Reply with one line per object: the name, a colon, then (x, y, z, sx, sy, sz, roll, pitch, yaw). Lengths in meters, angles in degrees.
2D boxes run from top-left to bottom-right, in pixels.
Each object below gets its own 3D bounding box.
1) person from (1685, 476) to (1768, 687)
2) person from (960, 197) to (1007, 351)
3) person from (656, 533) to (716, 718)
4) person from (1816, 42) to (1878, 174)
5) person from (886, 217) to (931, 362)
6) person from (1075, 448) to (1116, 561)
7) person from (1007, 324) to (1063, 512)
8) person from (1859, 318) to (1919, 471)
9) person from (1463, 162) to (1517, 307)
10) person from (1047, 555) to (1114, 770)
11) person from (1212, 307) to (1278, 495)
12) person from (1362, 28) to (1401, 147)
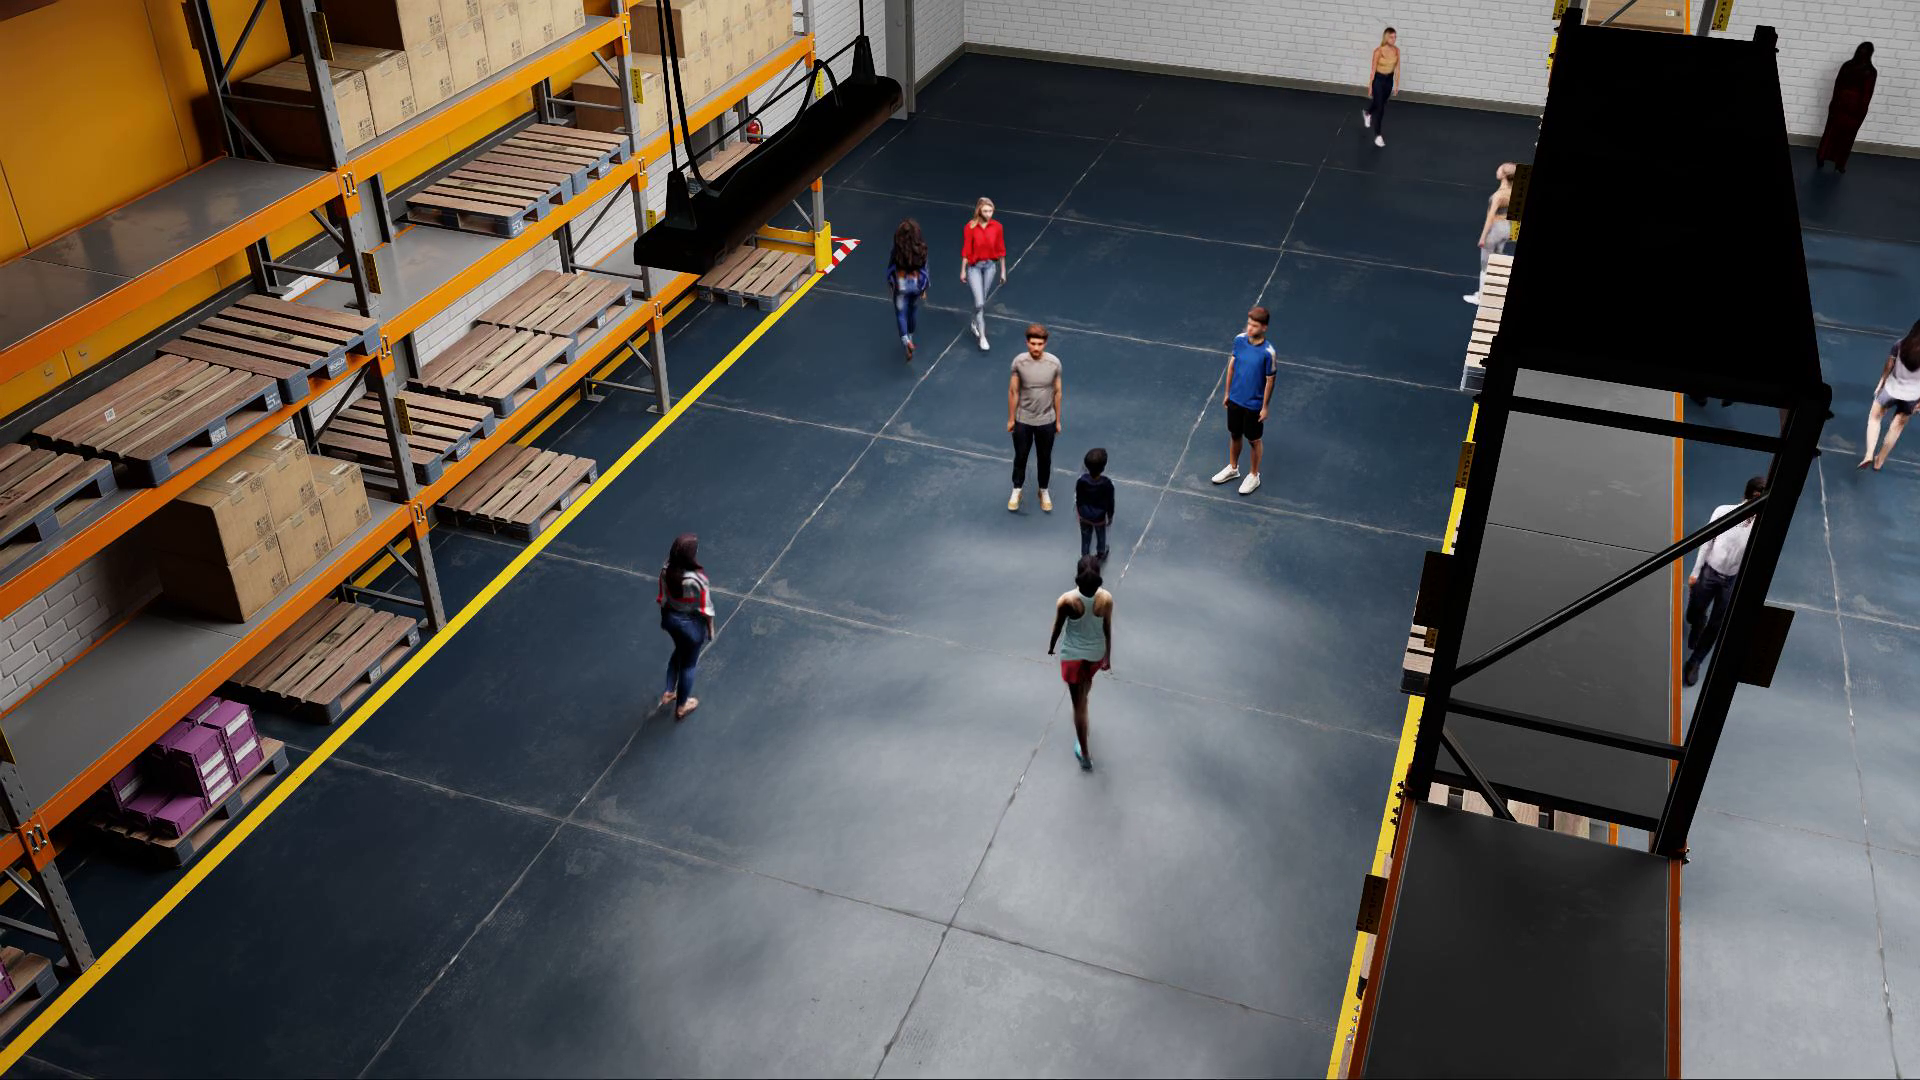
person: (6.082, 0.241, 13.244, 0.684, 1.853, 0.912, 14, 36, 20)
person: (0.213, -2.994, 18.269, 0.933, 1.679, 1.032, -10, 35, -14)
person: (-2.160, 0.677, 12.829, 0.672, 1.587, 0.699, 15, 36, 21)
person: (12.023, -5.861, 22.511, 0.800, 1.756, 0.775, -23, 40, -30)
person: (-0.549, -2.663, 17.839, 0.884, 1.603, 1.060, -4, 34, -6)
person: (1.148, -0.230, 14.535, 0.543, 1.209, 0.666, 9, 35, 13)
person: (0.687, -1.133, 15.277, 0.716, 1.892, 0.655, 1, 34, 2)
person: (8.925, -1.364, 15.802, 0.696, 1.695, 0.821, 19, 38, 26)
person: (6.150, -3.503, 19.009, 0.720, 1.706, 0.629, 29, 43, 36)
person: (0.924, 0.929, 12.319, 0.937, 1.731, 1.173, -5, 34, -7)
person: (2.717, -1.332, 15.598, 0.724, 1.866, 0.708, 27, 42, 35)
person: (5.942, -6.459, 23.548, 0.963, 1.605, 1.141, -8, 34, -12)
